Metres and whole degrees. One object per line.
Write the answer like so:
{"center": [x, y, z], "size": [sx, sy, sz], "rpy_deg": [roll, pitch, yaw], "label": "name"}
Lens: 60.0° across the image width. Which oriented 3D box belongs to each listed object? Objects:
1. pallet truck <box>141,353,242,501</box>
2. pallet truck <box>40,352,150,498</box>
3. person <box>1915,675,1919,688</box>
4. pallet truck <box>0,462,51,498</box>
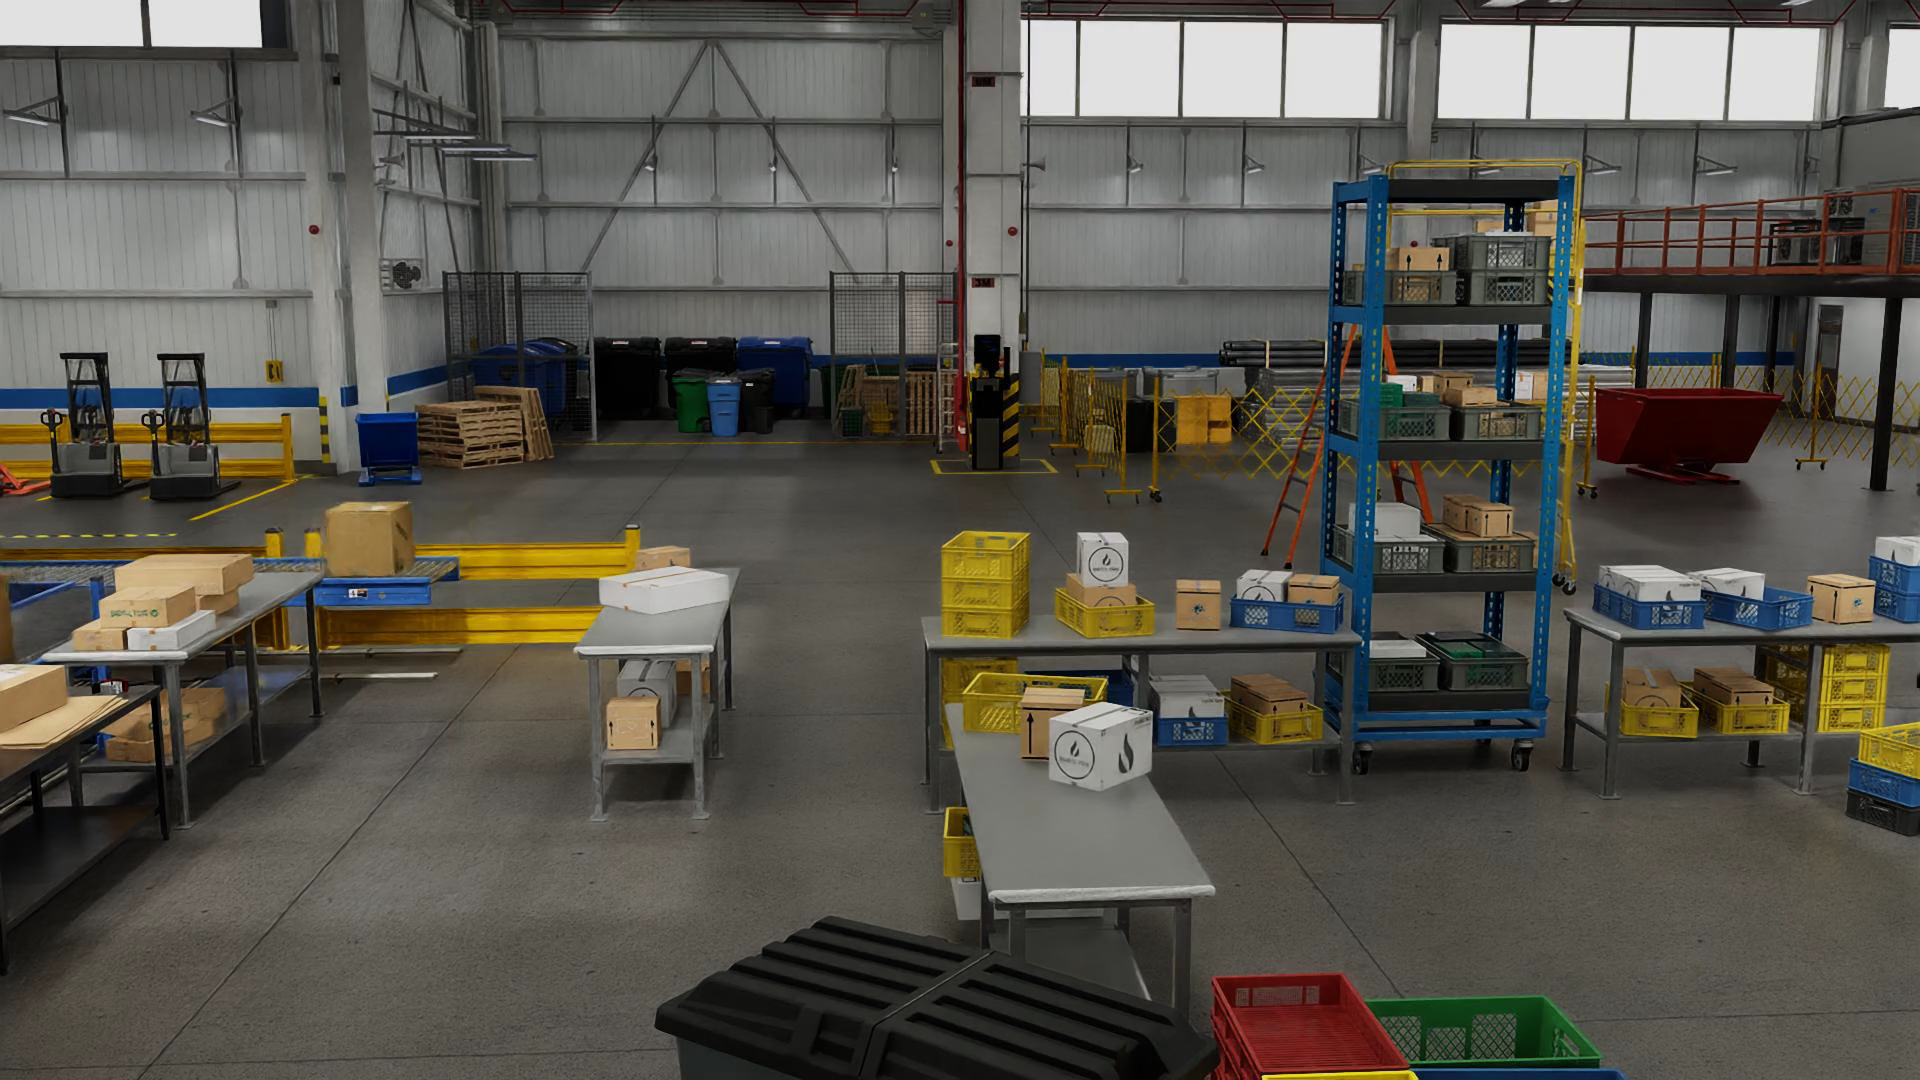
{"center": [-10.520, -1.604, 22.925], "size": [0.823, 1.965, 1.885], "rpy_deg": [-1, 9, -6], "label": "pallet truck"}
{"center": [-11.907, -1.642, 23.165], "size": [0.823, 1.965, 1.885], "rpy_deg": [0, 9, 0], "label": "pallet truck"}
{"center": [7.250, 0.191, 11.918], "size": [0.558, 1.916, 0.705], "rpy_deg": [0, 9, 1], "label": "person"}
{"center": [-13.193, -1.293, 23.148], "size": [0.653, 1.274, 1.630], "rpy_deg": [-1, 9, -4], "label": "pallet truck"}
